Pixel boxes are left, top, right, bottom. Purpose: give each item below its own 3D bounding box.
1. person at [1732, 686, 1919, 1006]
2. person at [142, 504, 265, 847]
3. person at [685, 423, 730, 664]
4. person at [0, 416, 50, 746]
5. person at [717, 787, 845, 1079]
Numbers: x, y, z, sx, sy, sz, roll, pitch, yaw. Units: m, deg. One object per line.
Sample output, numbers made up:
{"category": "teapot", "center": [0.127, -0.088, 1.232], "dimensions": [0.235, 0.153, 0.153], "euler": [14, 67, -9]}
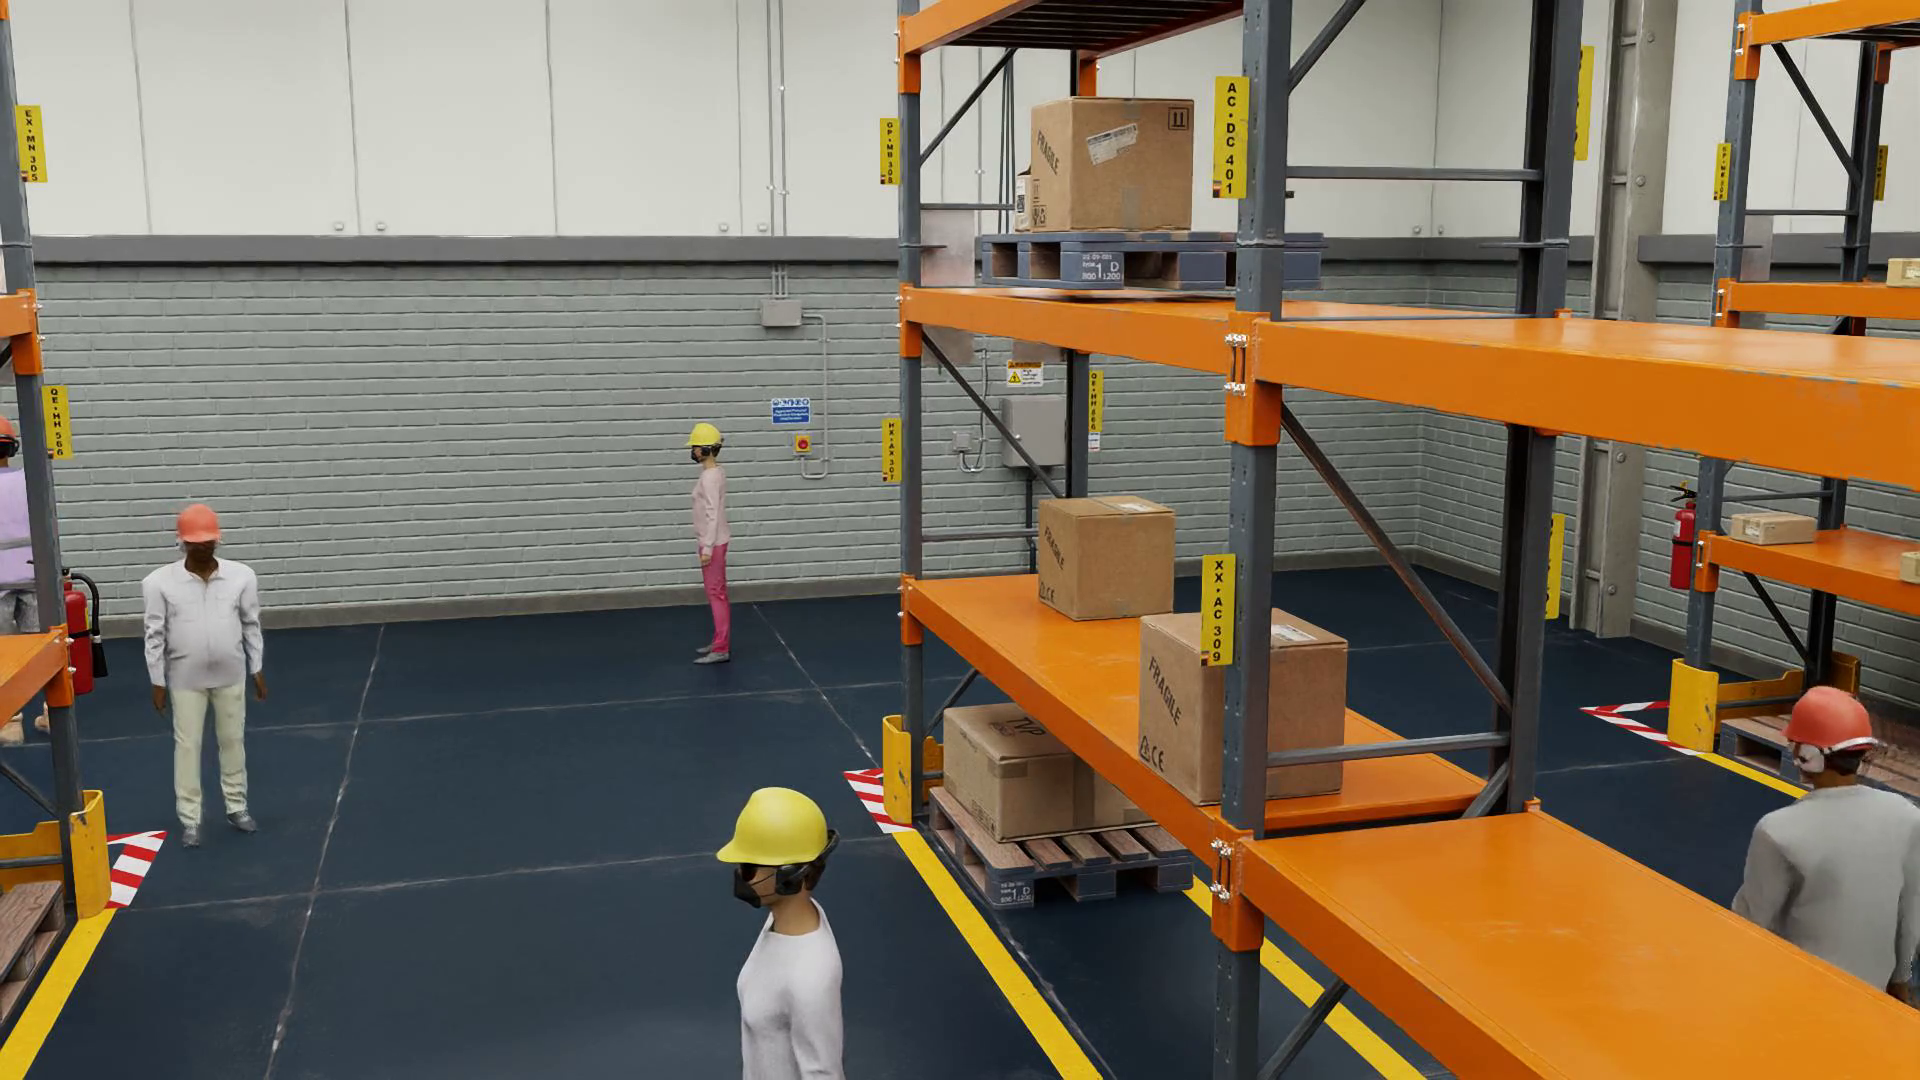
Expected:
{"category": "person", "center": [2.571, 1.291, 5.062], "dimensions": [0.595, 1.733, 0.485], "euler": [-3, 10, -17]}
{"category": "person", "center": [-3.862, 0.677, 8.535], "dimensions": [0.571, 1.749, 0.340], "euler": [-8, 12, -37]}
{"category": "person", "center": [-1.845, 0.026, 12.207], "dimensions": [0.311, 1.768, 0.533], "euler": [-1, 10, -5]}
{"category": "person", "center": [-5.850, 0.239, 10.203], "dimensions": [0.392, 2.041, 0.615], "euler": [6, 12, 31]}
{"category": "person", "center": [-0.413, 1.455, 4.060], "dimensions": [0.319, 1.769, 0.523], "euler": [-2, 10, -14]}
